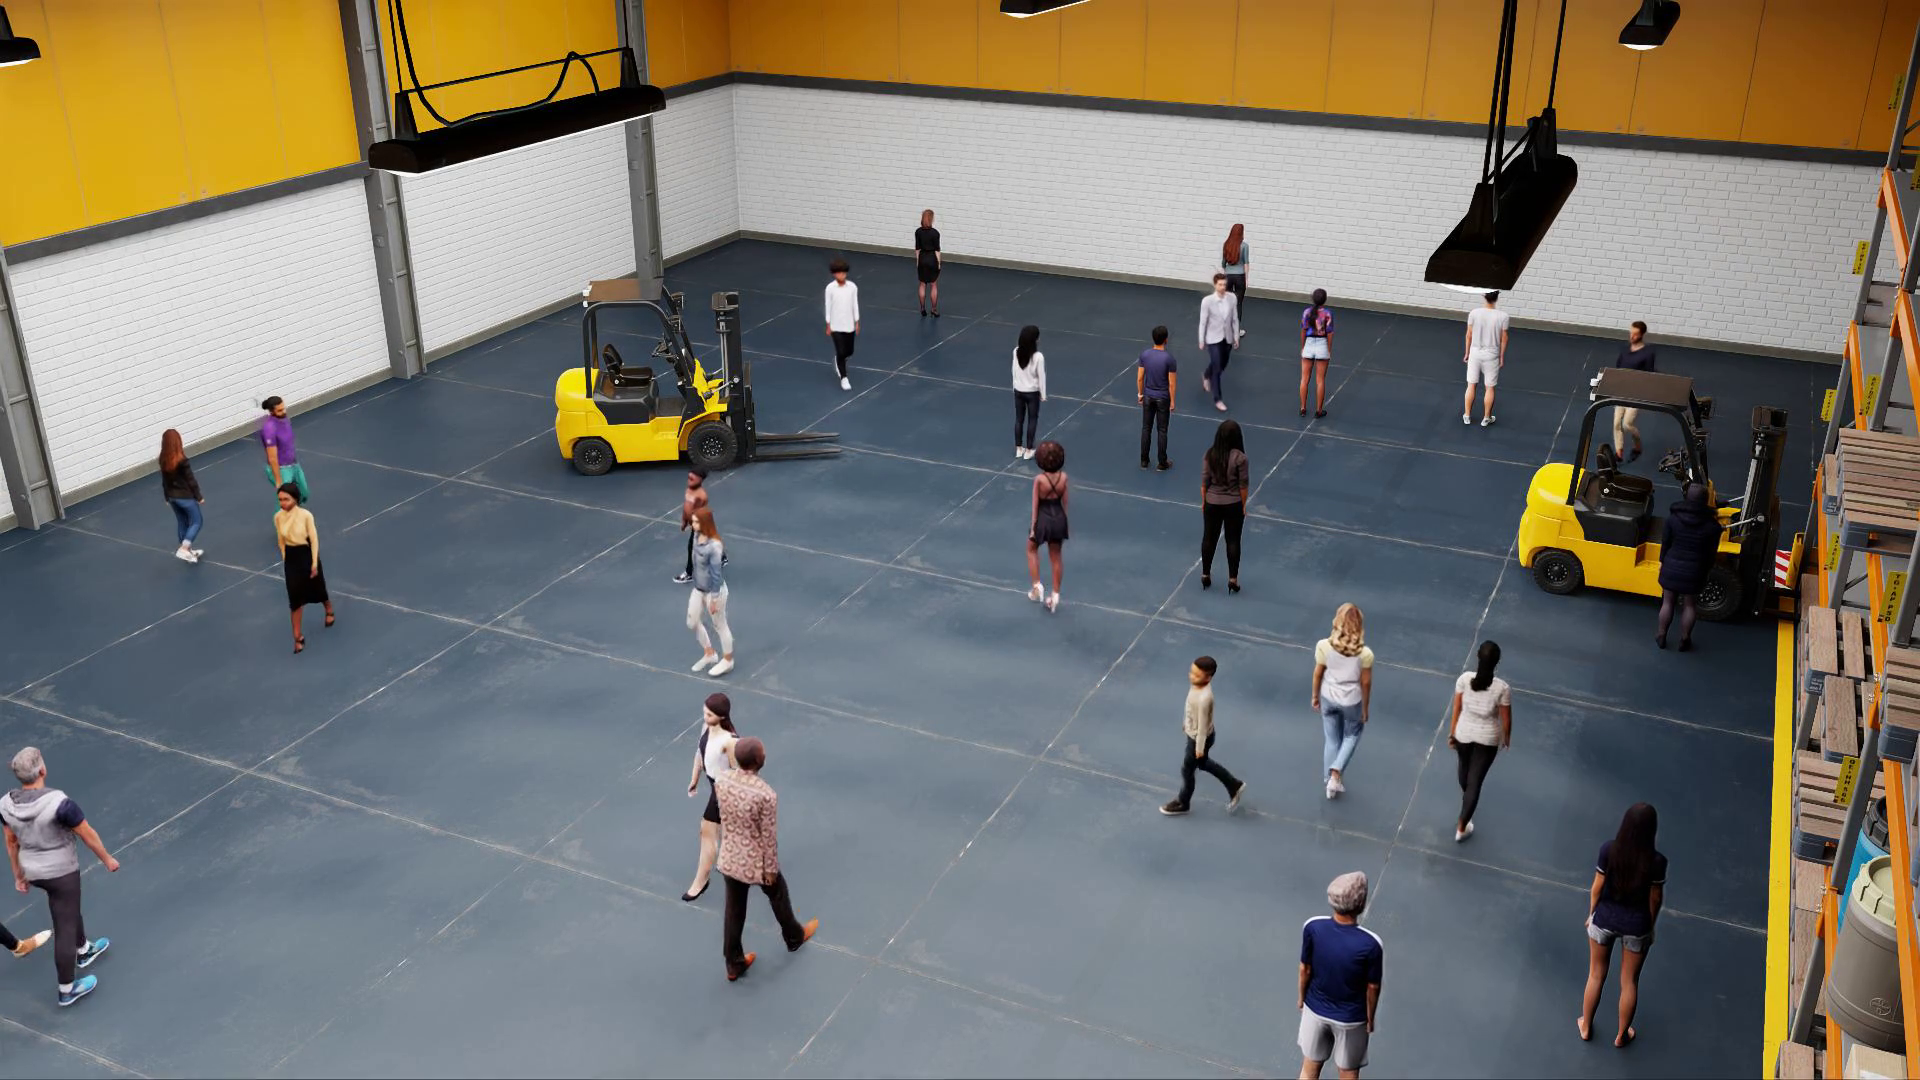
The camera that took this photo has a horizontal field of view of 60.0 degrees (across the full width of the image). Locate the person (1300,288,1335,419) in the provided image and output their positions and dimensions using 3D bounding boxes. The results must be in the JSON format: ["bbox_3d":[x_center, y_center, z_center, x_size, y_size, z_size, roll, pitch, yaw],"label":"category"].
[{"bbox_3d":[4.685,-2.475,21.921,0.584,1.741,0.508,11,26,25],"label":"person"}]

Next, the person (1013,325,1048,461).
[{"bbox_3d":[0.833,-1.839,20.529,0.671,1.689,0.634,12,26,25],"label":"person"}]

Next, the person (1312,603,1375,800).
[{"bbox_3d":[3.022,1.338,13.233,0.622,1.712,0.642,11,26,23],"label":"person"}]

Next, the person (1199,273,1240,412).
[{"bbox_3d":[3.444,-2.707,22.363,1.172,1.813,1.234,-8,25,-18],"label":"person"}]

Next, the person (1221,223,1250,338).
[{"bbox_3d":[4.174,-3.954,25.303,0.565,1.742,0.528,11,26,25],"label":"person"}]

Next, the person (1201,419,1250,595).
[{"bbox_3d":[2.682,-0.338,16.909,0.634,1.841,0.580,11,26,25],"label":"person"}]

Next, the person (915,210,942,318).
[{"bbox_3d":[-0.502,-4.372,26.306,0.585,1.704,0.497,11,26,25],"label":"person"}]

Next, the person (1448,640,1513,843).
[{"bbox_3d":[3.956,1.574,12.811,0.675,1.618,1.000,16,28,31],"label":"person"}]

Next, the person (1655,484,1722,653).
[{"bbox_3d":[6.868,0.257,15.755,0.657,1.673,0.625,11,26,25],"label":"person"}]

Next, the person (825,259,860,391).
[{"bbox_3d":[-1.656,-3.023,23.110,1.016,1.793,1.078,-8,25,-18],"label":"person"}]

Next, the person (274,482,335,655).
[{"bbox_3d":[-6.240,0.219,15.924,0.845,1.608,1.079,0,24,0],"label":"person"}]

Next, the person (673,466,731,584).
[{"bbox_3d":[-2.666,-0.190,17.332,0.978,1.230,0.808,-15,28,-31],"label":"person"}]

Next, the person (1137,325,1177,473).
[{"bbox_3d":[2.373,-1.718,20.124,0.632,1.793,0.517,11,26,25],"label":"person"}]

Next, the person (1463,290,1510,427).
[{"bbox_3d":[6.818,-2.406,21.620,0.670,1.855,0.560,11,26,25],"label":"person"}]

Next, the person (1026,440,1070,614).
[{"bbox_3d":[0.910,-0.096,16.437,0.727,1.774,0.788,-9,25,-20],"label":"person"}]

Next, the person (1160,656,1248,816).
[{"bbox_3d":[1.953,1.541,13.103,0.877,1.444,0.943,0,24,0],"label":"person"}]

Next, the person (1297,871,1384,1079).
[{"bbox_3d":[2.224,2.768,9.812,0.626,1.833,0.536,11,26,25],"label":"person"}]

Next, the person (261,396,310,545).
[{"bbox_3d":[-7.361,-0.744,17.967,0.826,1.735,0.749,1,24,2],"label":"person"}]

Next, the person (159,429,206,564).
[{"bbox_3d":[-8.275,-0.432,17.586,0.571,1.471,0.632,11,26,24],"label":"person"}]

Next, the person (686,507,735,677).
[{"bbox_3d":[-2.219,0.453,15.288,0.766,1.688,0.742,-18,29,-35],"label":"person"}]

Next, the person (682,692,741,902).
[{"bbox_3d":[-1.672,1.828,12.249,1.160,1.603,0.912,-17,29,-34],"label":"person"}]

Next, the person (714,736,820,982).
[{"bbox_3d":[-1.468,2.183,11.207,0.702,1.787,0.964,12,26,25],"label":"person"}]

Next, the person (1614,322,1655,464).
[{"bbox_3d":[8.209,-1.778,20.210,0.911,1.835,0.864,-11,26,-23],"label":"person"}]

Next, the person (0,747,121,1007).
[{"bbox_3d":[-6.060,2.271,10.992,0.797,1.798,0.917,7,25,16],"label":"person"}]

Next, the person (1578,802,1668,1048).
[{"bbox_3d":[4.218,2.455,10.611,0.567,1.766,0.523,11,26,25],"label":"person"}]
